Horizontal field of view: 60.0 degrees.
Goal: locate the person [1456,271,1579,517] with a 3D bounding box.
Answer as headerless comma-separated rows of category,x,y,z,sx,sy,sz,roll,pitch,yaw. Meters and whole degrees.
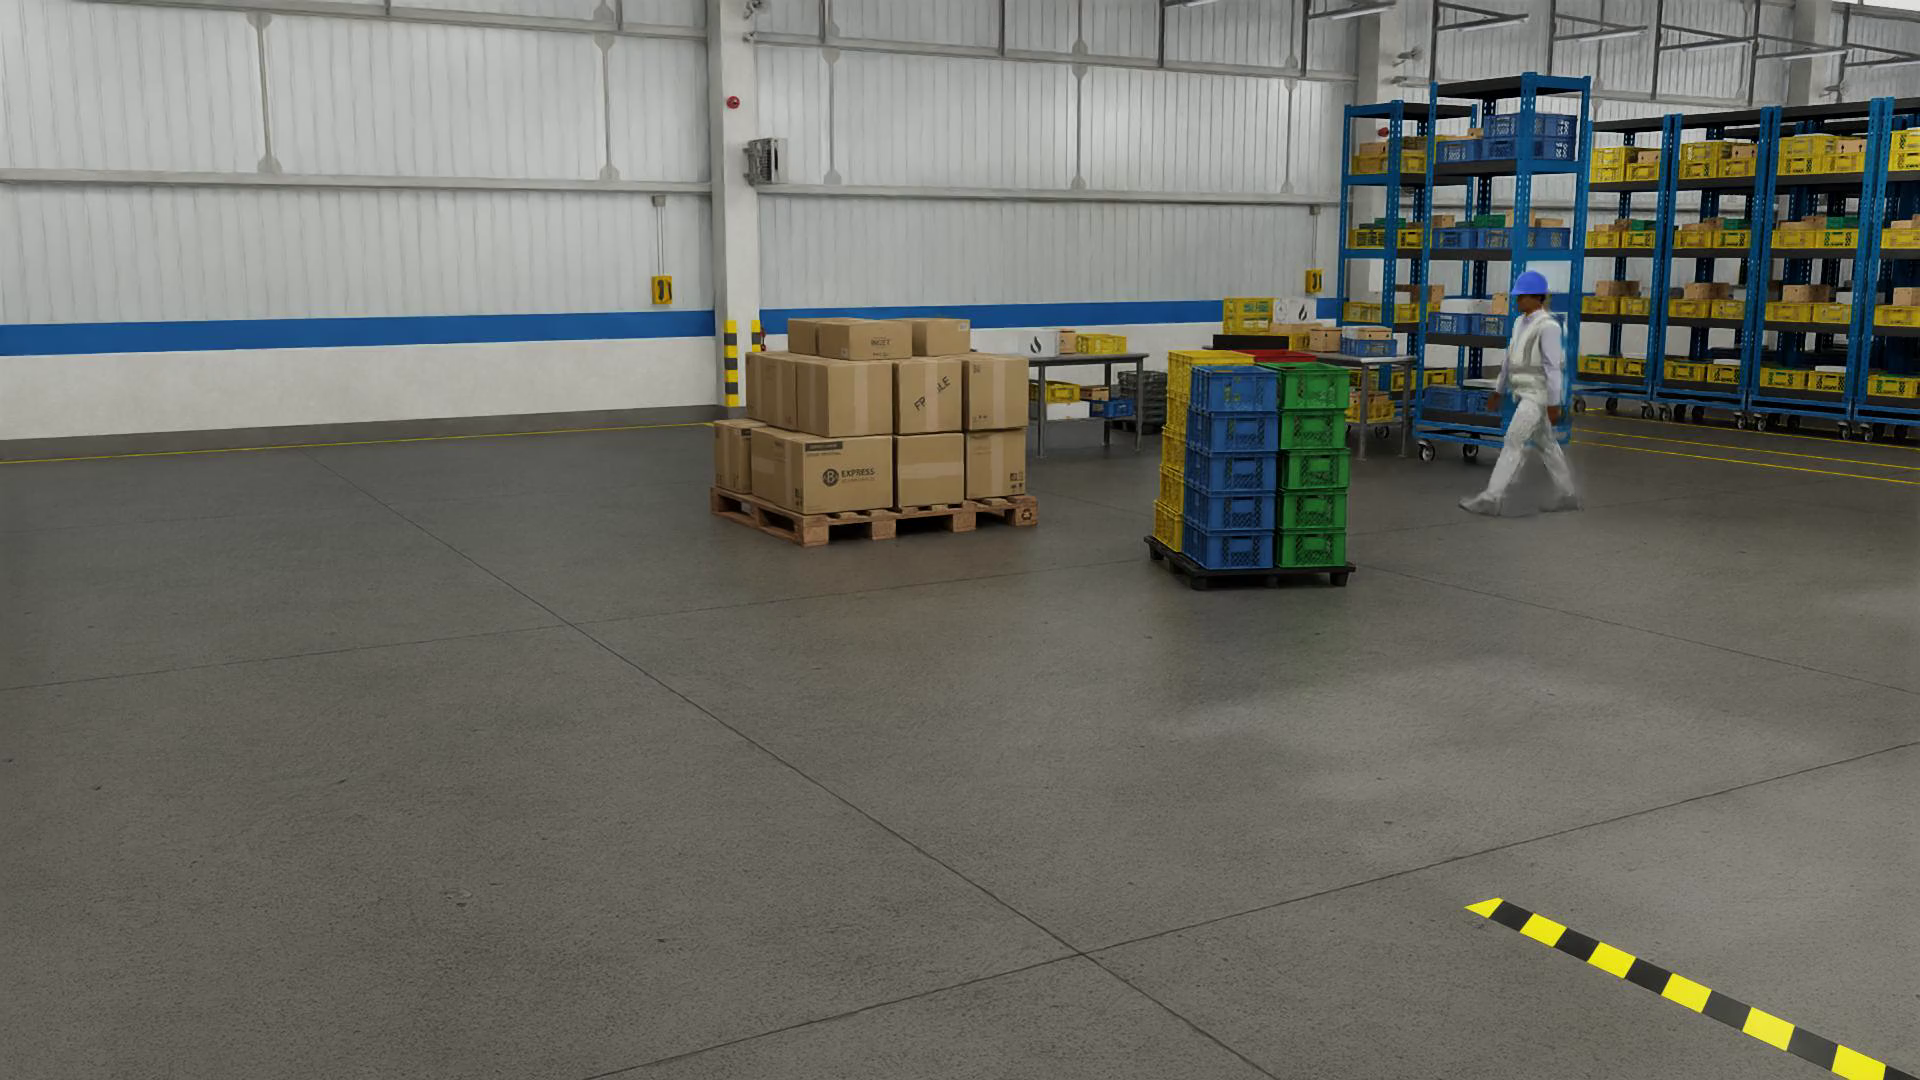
person,4.384,-1.117,12.817,1.019,1.895,0.623,0,10,0
